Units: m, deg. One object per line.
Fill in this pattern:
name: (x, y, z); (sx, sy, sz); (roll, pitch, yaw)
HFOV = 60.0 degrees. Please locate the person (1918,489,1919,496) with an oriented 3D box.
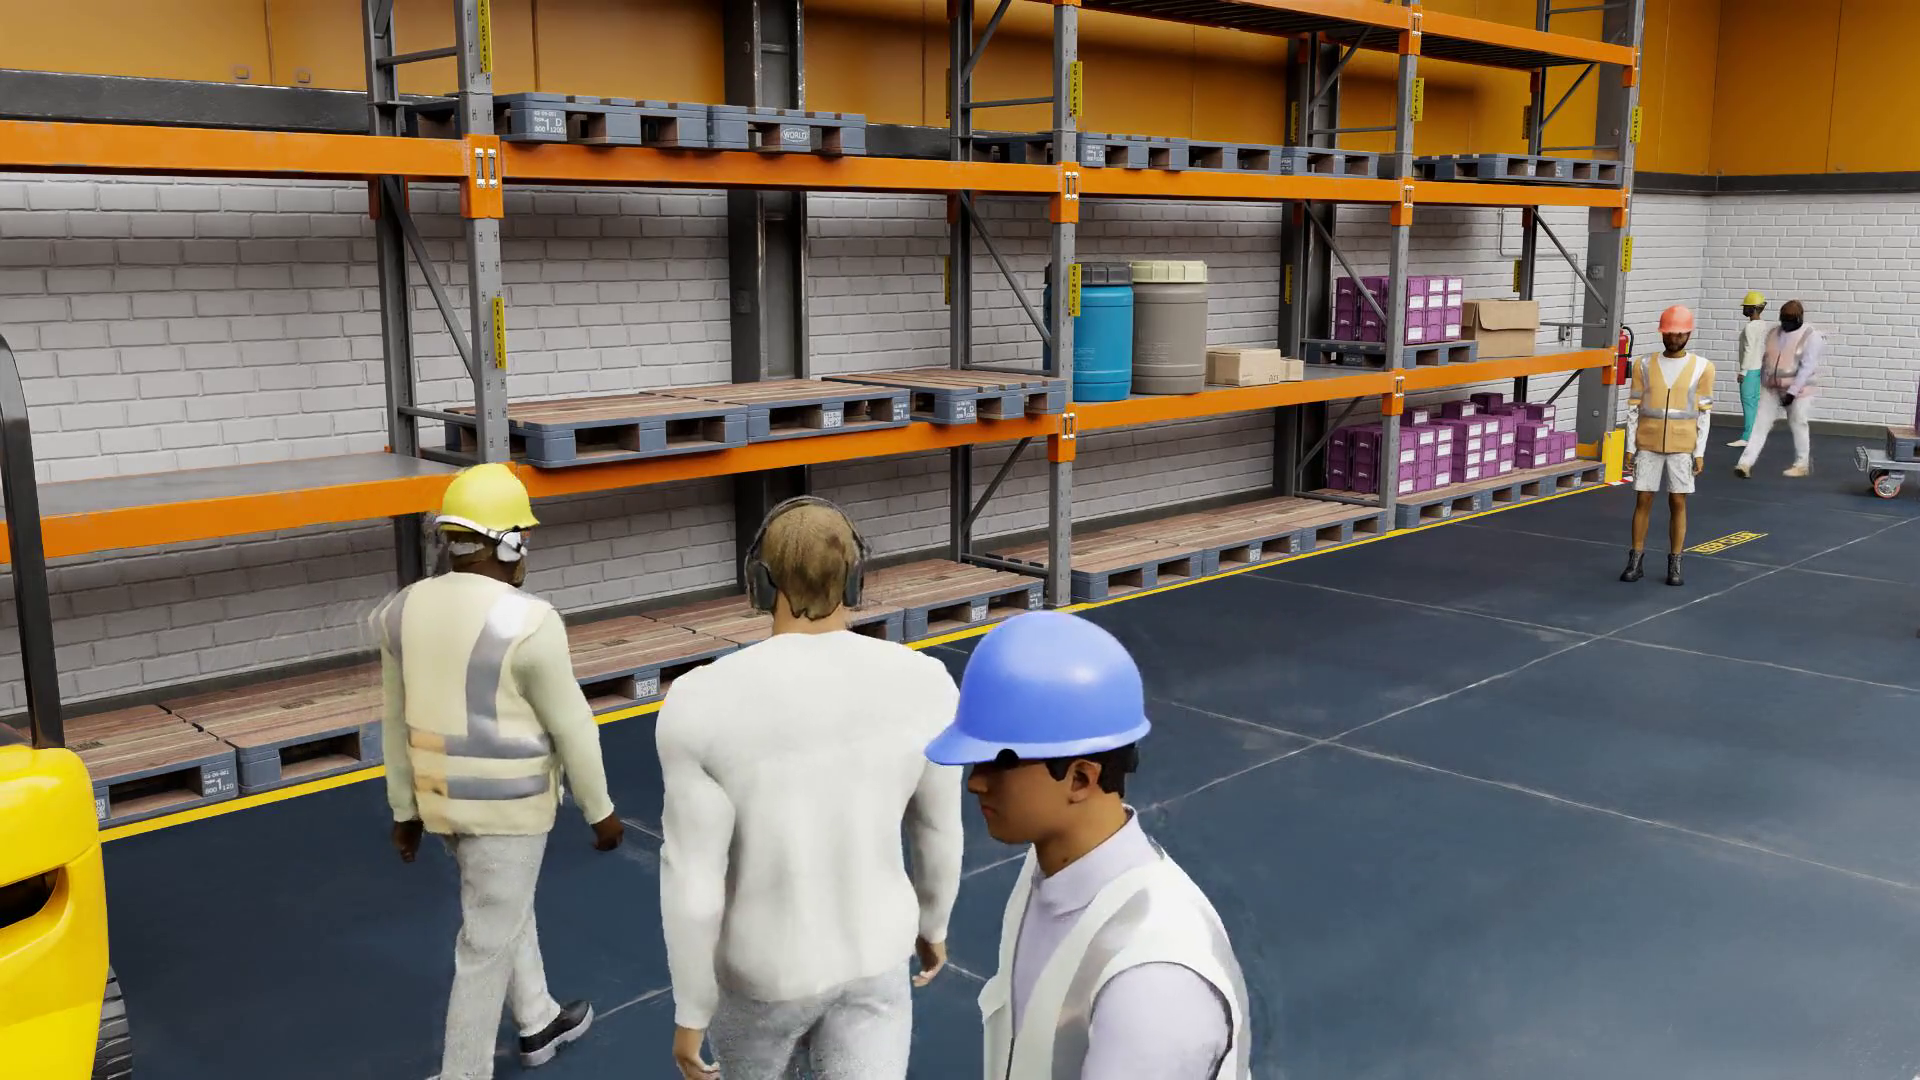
person: (6.513, -0.369, 10.721); (0.892, 1.643, 0.543); (-9, 13, -39)

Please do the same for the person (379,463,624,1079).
person: (-1.195, 0.687, 4.560); (0.596, 1.797, 0.818); (7, 12, 33)

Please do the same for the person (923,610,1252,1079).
person: (0.111, 1.046, 2.301); (0.891, 1.908, 0.629); (-3, 11, -16)

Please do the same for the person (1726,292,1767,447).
person: (8.994, -1.939, 18.968); (0.310, 1.768, 0.533); (9, 13, 39)

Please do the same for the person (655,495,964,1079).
person: (-0.314, 0.838, 3.480); (0.660, 1.884, 1.013); (-4, 11, -19)

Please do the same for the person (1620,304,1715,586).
person: (4.875, -0.652, 11.483); (0.544, 1.938, 0.356); (5, 12, 27)

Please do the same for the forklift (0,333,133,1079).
forklift: (-3.289, 0.485, 4.582); (1.214, 2.155, 2.313); (-10, 14, -44)

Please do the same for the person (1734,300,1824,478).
person: (8.154, -1.467, 16.408); (0.957, 1.780, 0.647); (-6, 12, -31)
